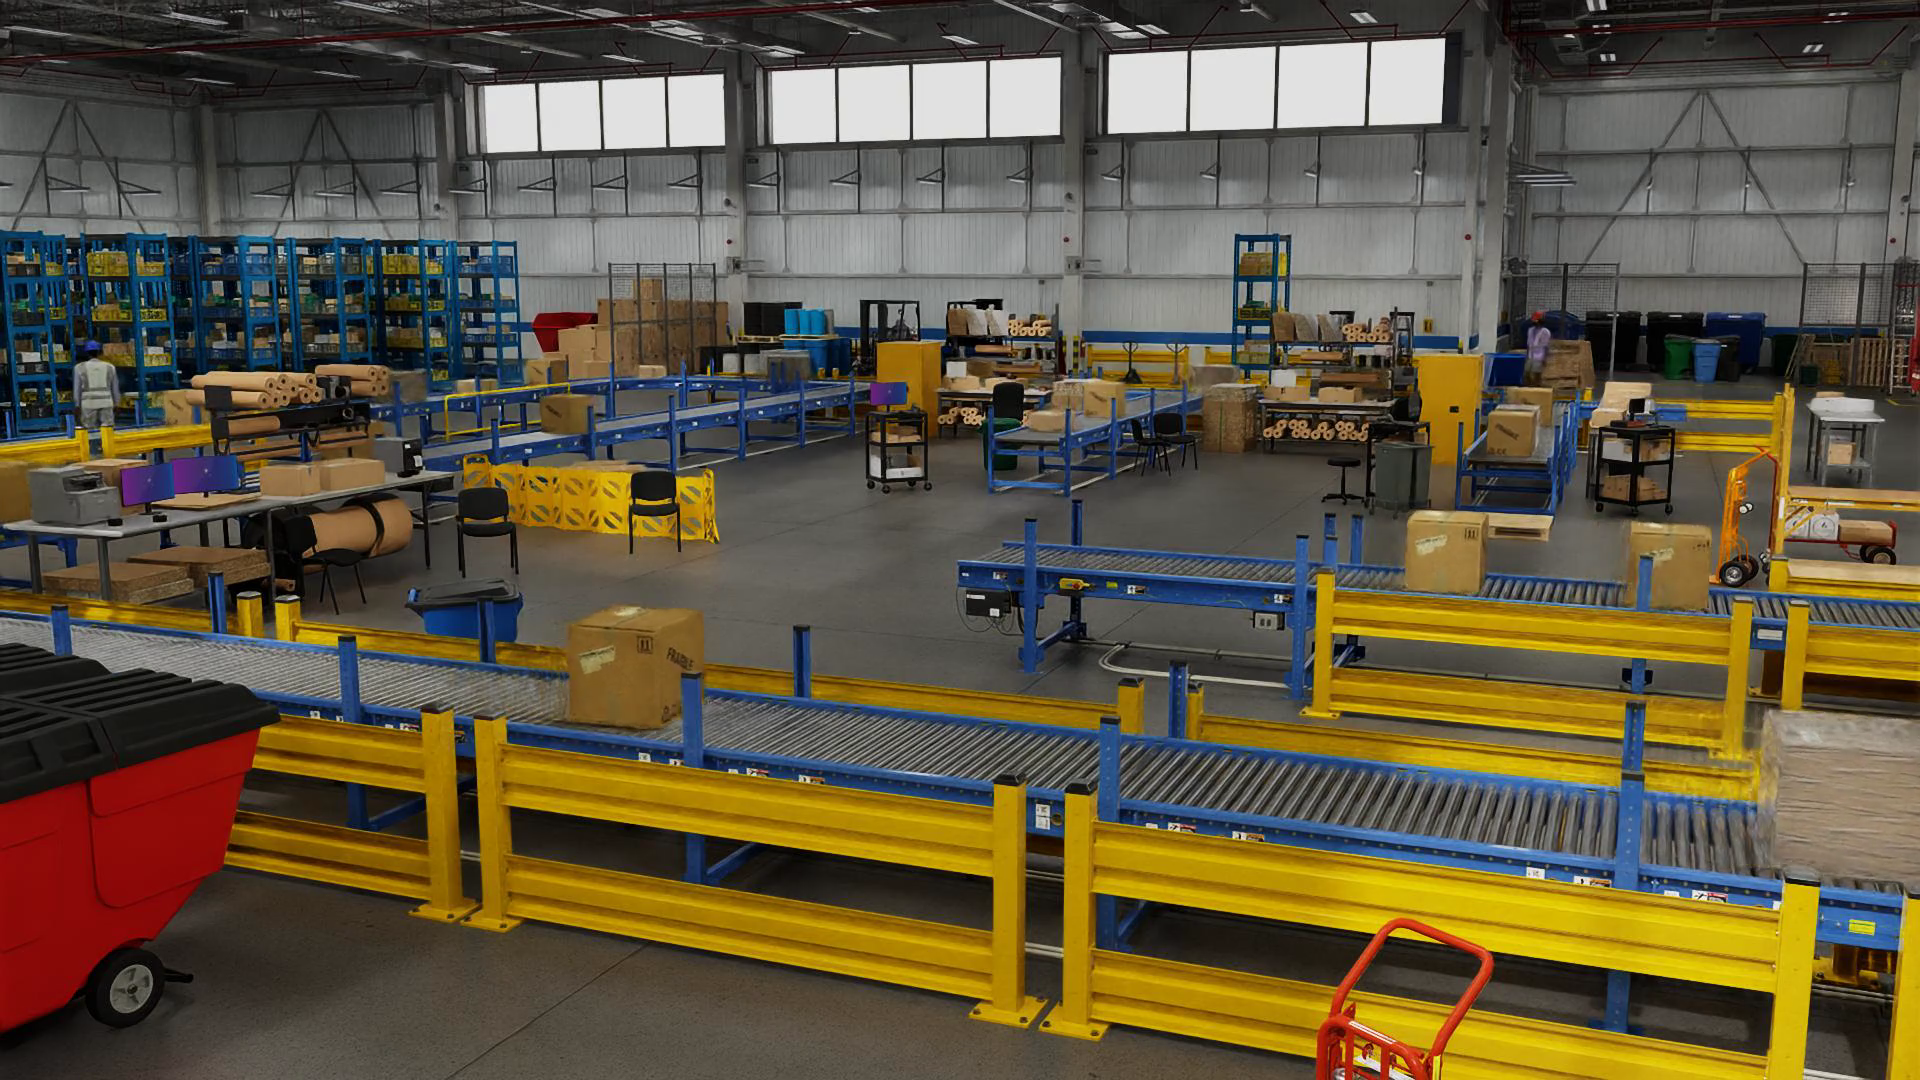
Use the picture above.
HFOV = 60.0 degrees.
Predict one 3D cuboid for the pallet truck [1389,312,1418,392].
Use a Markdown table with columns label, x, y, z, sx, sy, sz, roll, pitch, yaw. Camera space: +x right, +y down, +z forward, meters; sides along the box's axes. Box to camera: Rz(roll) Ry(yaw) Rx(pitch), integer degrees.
| label | x | y | z | sx | sy | sz | roll | pitch | yaw |
| --- | --- | --- | --- | --- | --- | --- | --- | --- | --- |
| pallet truck | 10.207 | -4.283 | 38.369 | 0.823 | 1.965 | 1.885 | 3 | 10 | 20 |

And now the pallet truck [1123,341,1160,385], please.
| label | x | y | z | sx | sy | sz | roll | pitch | yaw |
| --- | --- | --- | --- | --- | --- | --- | --- | --- | --- |
| pallet truck | 4.445 | -4.380 | 41.279 | 0.680 | 1.201 | 1.601 | 4 | 10 | 22 |

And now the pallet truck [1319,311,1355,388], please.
| label | x | y | z | sx | sy | sz | roll | pitch | yaw |
| --- | --- | --- | --- | --- | --- | --- | --- | --- | --- |
| pallet truck | 9.071 | -4.419 | 39.190 | 0.823 | 1.965 | 1.885 | 5 | 10 | 26 |

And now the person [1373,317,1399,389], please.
| label | x | y | z | sx | sy | sz | roll | pitch | yaw |
| --- | --- | --- | --- | --- | --- | --- | --- | --- | --- |
| person | 9.313 | -3.942 | 36.573 | 0.408 | 1.909 | 0.638 | -5 | 11 | -29 |

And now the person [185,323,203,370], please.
| label | x | y | z | sx | sy | sz | roll | pitch | yaw |
| --- | --- | --- | --- | --- | --- | --- | --- | --- | --- |
| person | -17.924 | -4.304 | 38.995 | 0.563 | 1.838 | 0.381 | -8 | 12 | -40 |

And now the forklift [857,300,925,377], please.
| label | x | y | z | sx | sy | sz | roll | pitch | yaw |
| --- | --- | --- | --- | --- | --- | --- | --- | --- | --- |
| forklift | -1.732 | -5.109 | 42.468 | 1.157 | 1.987 | 2.680 | 4 | 10 | 22 |

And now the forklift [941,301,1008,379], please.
| label | x | y | z | sx | sy | sz | roll | pitch | yaw |
| --- | --- | --- | --- | --- | --- | --- | --- | --- | --- |
| forklift | 0.365 | -4.966 | 41.571 | 1.157 | 1.987 | 2.680 | 3 | 10 | 20 |

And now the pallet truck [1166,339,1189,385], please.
| label | x | y | z | sx | sy | sz | roll | pitch | yaw |
| --- | --- | --- | --- | --- | --- | --- | --- | --- | --- |
| pallet truck | 5.418 | -4.269 | 40.420 | 0.704 | 1.261 | 1.522 | 3 | 10 | 20 |

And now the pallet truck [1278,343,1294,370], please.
| label | x | y | z | sx | sy | sz | roll | pitch | yaw |
| --- | --- | --- | --- | --- | --- | --- | --- | --- | --- |
| pallet truck | 7.886 | -4.163 | 39.743 | 0.653 | 1.274 | 1.630 | 4 | 10 | 22 |

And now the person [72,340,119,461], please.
| label | x | y | z | sx | sy | sz | roll | pitch | yaw |
| --- | --- | --- | --- | --- | --- | --- | --- | --- | --- |
| person | -12.916 | -2.015 | 24.851 | 0.622 | 1.934 | 0.439 | -8 | 12 | -41 |

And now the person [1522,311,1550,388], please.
| label | x | y | z | sx | sy | sz | roll | pitch | yaw |
| --- | --- | --- | --- | --- | --- | --- | --- | --- | --- |
| person | 12.738 | -4.045 | 36.816 | 0.420 | 2.032 | 0.633 | -5 | 11 | -28 |
